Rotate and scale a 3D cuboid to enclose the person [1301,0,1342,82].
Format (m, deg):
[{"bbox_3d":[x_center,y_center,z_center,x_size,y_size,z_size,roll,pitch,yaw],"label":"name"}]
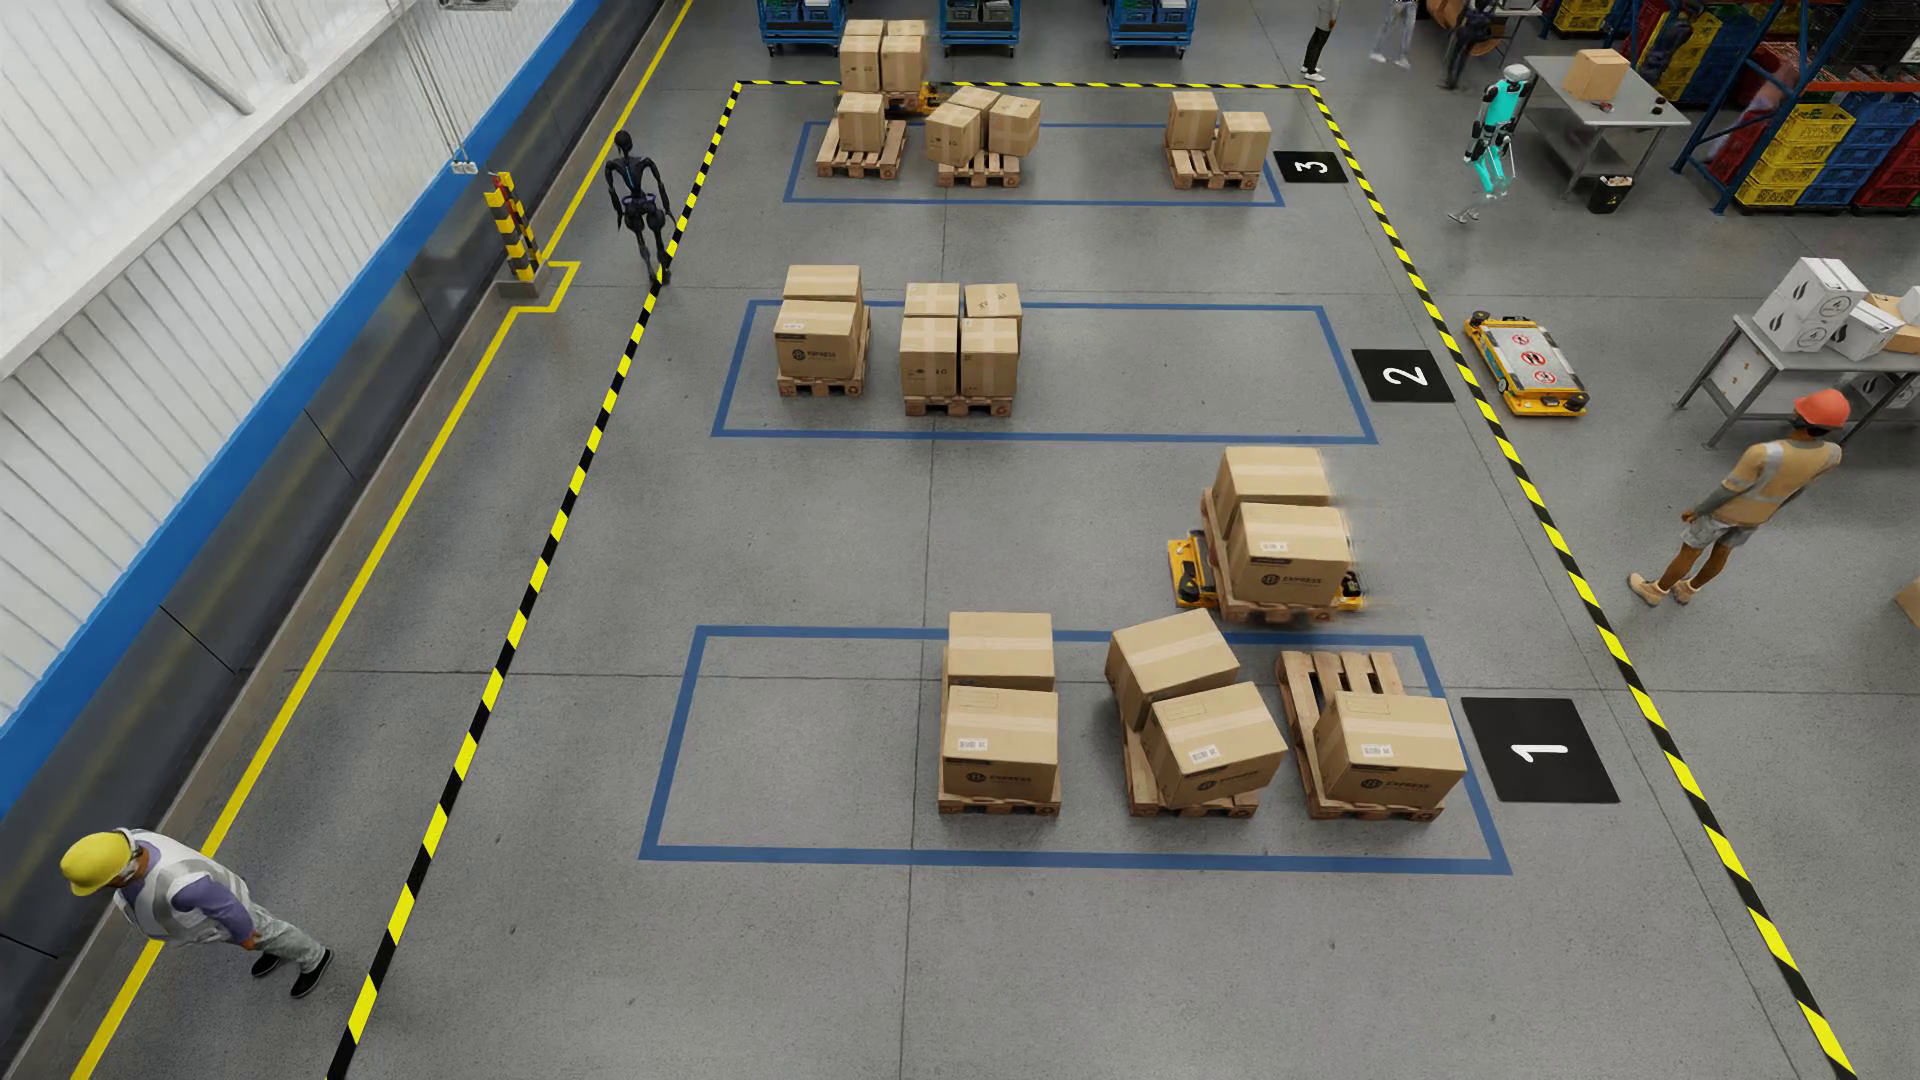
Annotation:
[{"bbox_3d":[5.282,-7.543,13.016,0.385,1.849,0.596,3,49,2],"label":"person"}]

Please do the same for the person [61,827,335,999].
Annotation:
[{"bbox_3d":[-3.950,1.956,4.813,0.588,1.822,0.403,19,52,16],"label":"person"}]

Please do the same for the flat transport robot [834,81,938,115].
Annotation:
[{"bbox_3d":[-1.029,-6.242,12.918,1.431,0.197,0.652,1,49,1],"label":"flat transport robot"}]

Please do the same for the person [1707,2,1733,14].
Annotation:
[{"bbox_3d":[10.954,-7.747,13.197,0.722,1.846,0.521,-3,49,-2],"label":"person"}]

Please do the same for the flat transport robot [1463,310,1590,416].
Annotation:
[{"bbox_3d":[5.573,-1.757,9.054,0.659,0.231,1.431,1,49,1],"label":"flat transport robot"}]

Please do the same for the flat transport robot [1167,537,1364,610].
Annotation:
[{"bbox_3d":[2.424,0.230,7.316,1.431,0.197,0.652,1,49,1],"label":"flat transport robot"}]

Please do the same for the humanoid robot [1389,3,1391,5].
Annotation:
[{"bbox_3d":[7.497,-9.509,14.851,0.754,1.626,0.609,-8,50,-7],"label":"humanoid robot"}]

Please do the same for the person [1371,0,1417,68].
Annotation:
[{"bbox_3d":[6.541,-7.798,13.333,0.527,1.696,0.780,-20,52,-17],"label":"person"}]

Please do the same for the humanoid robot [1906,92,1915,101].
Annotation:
[{"bbox_3d":[13.627,-6.868,12.479,0.542,1.760,0.678,29,55,23],"label":"humanoid robot"}]

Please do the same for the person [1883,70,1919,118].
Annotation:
[{"bbox_3d":[13.093,-6.471,12.110,0.430,1.821,0.642,-3,49,-2],"label":"person"}]

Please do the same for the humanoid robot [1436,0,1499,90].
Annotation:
[{"bbox_3d":[7.205,-7.219,12.863,0.597,1.638,0.381,-10,50,-8],"label":"humanoid robot"}]

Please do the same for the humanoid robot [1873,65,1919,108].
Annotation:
[{"bbox_3d":[12.924,-6.626,12.301,0.575,1.773,0.869,-32,56,-24],"label":"humanoid robot"}]

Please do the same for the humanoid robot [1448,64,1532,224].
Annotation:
[{"bbox_3d":[5.997,-4.312,10.208,0.533,1.673,0.735,-12,50,-10],"label":"humanoid robot"}]

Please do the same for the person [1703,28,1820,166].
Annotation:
[{"bbox_3d":[10.046,-5.432,11.271,0.801,1.718,0.546,8,50,7],"label":"person"}]

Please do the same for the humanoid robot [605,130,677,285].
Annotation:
[{"bbox_3d":[-3.311,-3.438,9.575,0.609,1.639,0.358,-7,50,-6],"label":"humanoid robot"}]

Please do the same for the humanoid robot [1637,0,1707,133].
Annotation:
[{"bbox_3d":[9.113,-6.179,11.977,0.722,1.625,0.594,18,51,15],"label":"humanoid robot"}]

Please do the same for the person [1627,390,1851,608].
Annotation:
[{"bbox_3d":[5.568,-0.244,6.572,0.604,2.045,0.377,-1,49,-1],"label":"person"}]

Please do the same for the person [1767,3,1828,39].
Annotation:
[{"bbox_3d":[12.251,-7.751,13.212,0.616,1.820,0.512,-33,57,-25],"label":"person"}]
